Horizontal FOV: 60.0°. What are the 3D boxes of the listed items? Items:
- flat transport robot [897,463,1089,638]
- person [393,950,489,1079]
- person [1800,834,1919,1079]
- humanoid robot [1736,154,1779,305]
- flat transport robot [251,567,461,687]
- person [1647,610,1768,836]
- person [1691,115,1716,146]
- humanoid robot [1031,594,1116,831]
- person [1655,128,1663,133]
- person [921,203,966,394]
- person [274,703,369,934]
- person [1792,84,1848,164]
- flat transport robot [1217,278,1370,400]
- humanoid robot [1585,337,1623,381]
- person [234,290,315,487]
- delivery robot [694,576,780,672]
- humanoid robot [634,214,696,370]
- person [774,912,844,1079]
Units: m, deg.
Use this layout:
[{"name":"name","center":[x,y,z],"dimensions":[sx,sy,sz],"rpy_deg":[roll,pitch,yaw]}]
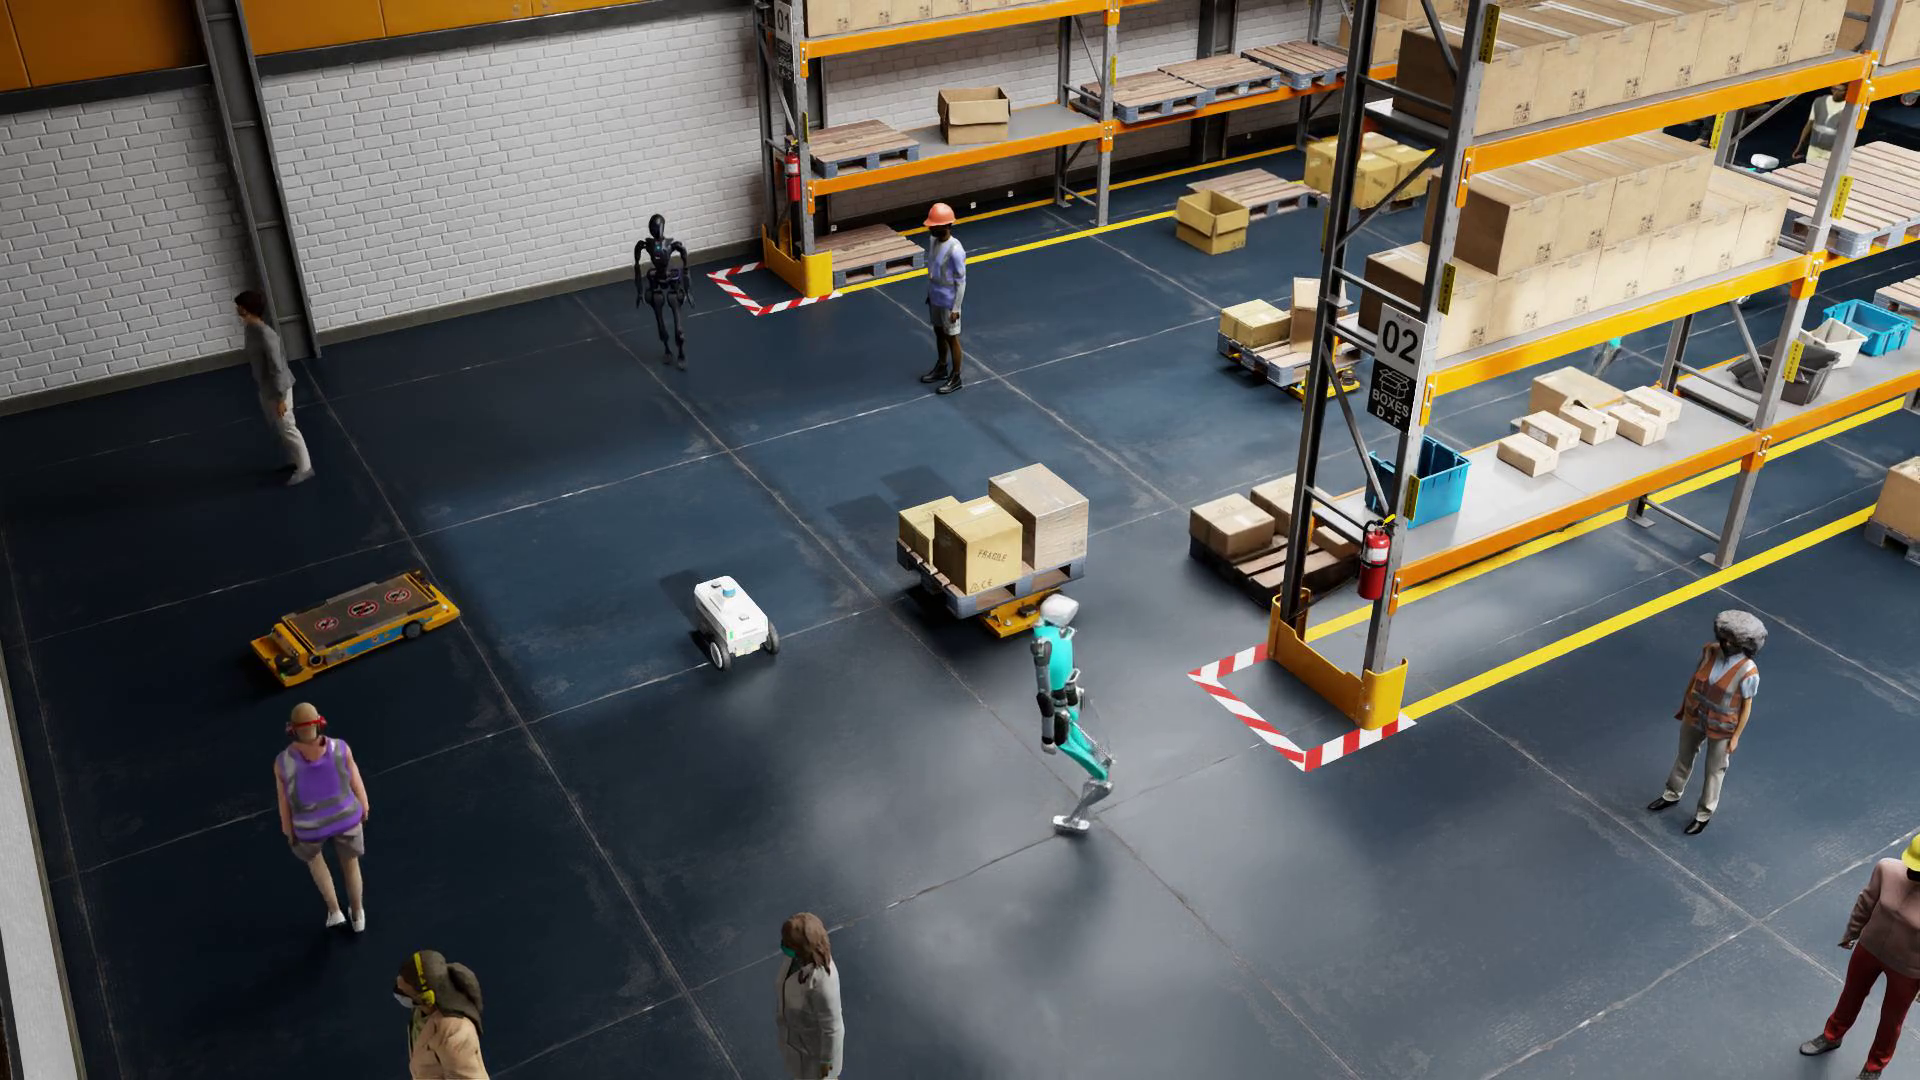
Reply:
[{"name":"flat transport robot","center":[0.222,0.298,13.608],"dimensions":[0.659,0.231,1.431],"rpy_deg":[-18,36,-26]},{"name":"person","center":[-2.477,2.726,8.226],"dimensions":[0.399,1.875,0.567],"rpy_deg":[-18,36,-26]},{"name":"person","center":[5.055,2.275,9.047],"dimensions":[0.312,1.767,0.533],"rpy_deg":[-18,36,-26]},{"name":"humanoid robot","center":[8.630,-3.388,17.979],"dimensions":[0.735,1.677,0.533],"rpy_deg":[-18,36,-26]},{"name":"flat transport robot","center":[-4.727,0.664,13.025],"dimensions":[1.431,0.231,0.659],"rpy_deg":[-25,40,-34]},{"name":"person","center":[4.902,1.182,10.858],"dimensions":[0.300,1.688,0.455],"rpy_deg":[-18,36,-26]},{"name":"person","center":[10.321,-6.175,22.448],"dimensions":[0.333,1.844,0.514],"rpy_deg":[-18,36,-26]},{"name":"humanoid robot","center":[0.817,1.228,10.825],"dimensions":[0.748,1.877,0.562],"rpy_deg":[11,34,18]},{"name":"person","center":[7.973,-4.506,19.798],"dimensions":[0.404,1.830,0.600],"rpy_deg":[-18,36,-26]},{"name":"person","center":[-0.175,-2.367,16.290],"dimensions":[0.357,1.935,0.551],"rpy_deg":[-18,36,-26]},{"name":"person","center":[-3.819,1.697,10.042],"dimensions":[0.508,1.673,0.401],"rpy_deg":[-16,35,-23]},{"name":"person","center":[10.441,-4.707,20.118],"dimensions":[0.452,1.839,0.573],"rpy_deg":[-22,38,-31]},{"name":"flat transport robot","center":[3.351,-1.820,16.986],"dimensions":[0.659,0.231,1.431],"rpy_deg":[-18,36,-26]},{"name":"humanoid robot","center":[6.308,-2.205,16.281],"dimensions":[0.713,1.842,0.538],"rpy_deg":[-15,35,-22]},{"name":"person","center":[-6.087,-1.364,14.750],"dimensions":[0.357,1.884,0.609],"rpy_deg":[-26,40,-35]},{"name":"delivery robot","center":[-1.766,0.593,12.843],"dimensions":[0.499,0.566,0.739],"rpy_deg":[-18,36,-26]},{"name":"humanoid robot","center":[-2.986,-2.531,16.800],"dimensions":[0.611,1.637,0.432],"rpy_deg":[0,32,-1]},{"name":"person","center":[-0.791,2.580,8.656],"dimensions":[0.335,1.659,0.498],"rpy_deg":[-18,36,-26]}]
